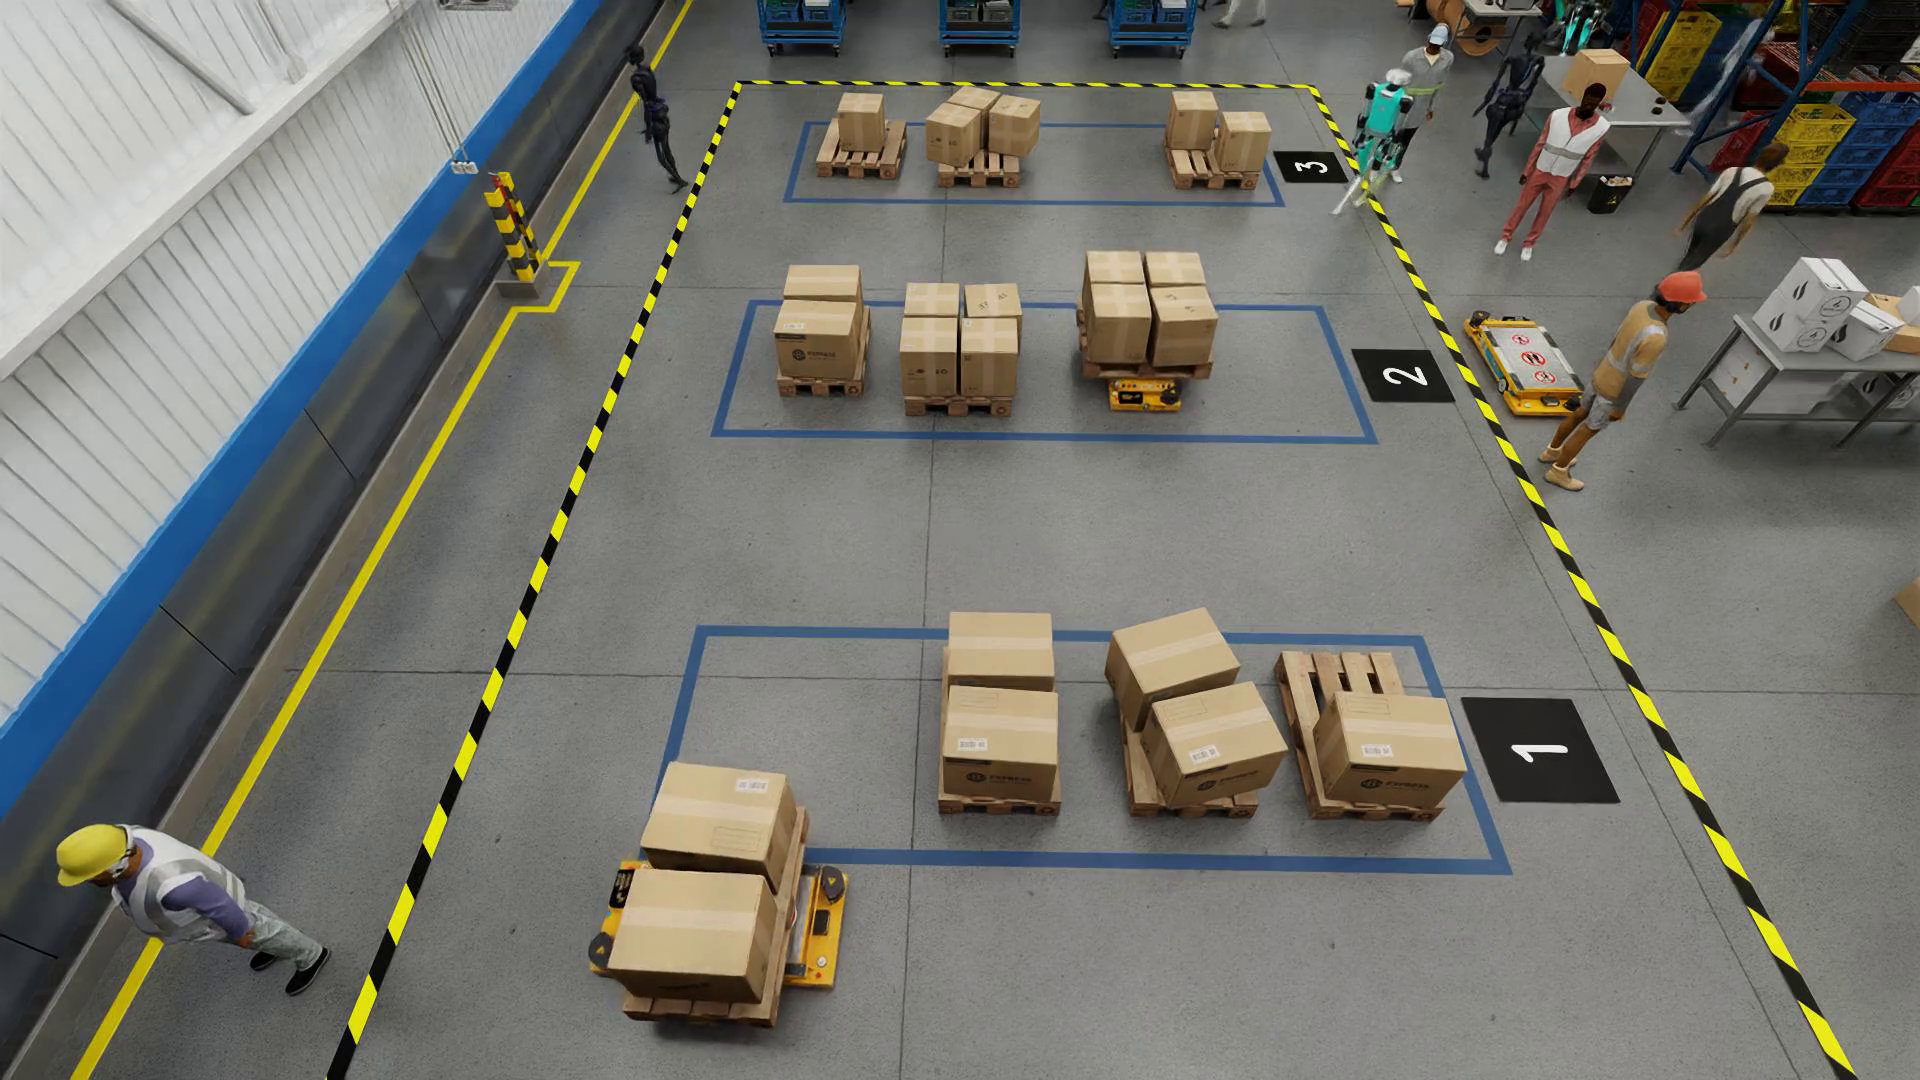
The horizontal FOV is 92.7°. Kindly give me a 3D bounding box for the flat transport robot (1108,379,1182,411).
[{"bbox_3d":[1.773,-1.826,9.095,0.652,0.197,1.431,1,49,1],"label":"flat transport robot"}]

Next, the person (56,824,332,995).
[{"bbox_3d":[-3.982,1.940,4.819,0.598,1.830,0.404,22,53,18],"label":"person"}]

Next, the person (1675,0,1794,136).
[{"bbox_3d":[10.138,-6.069,11.841,0.888,1.699,0.499,6,49,5],"label":"person"}]

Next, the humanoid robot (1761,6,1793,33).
[{"bbox_3d":[11.885,-7.608,13.140,1.004,1.721,0.536,0,49,0],"label":"humanoid robot"}]

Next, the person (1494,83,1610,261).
[{"bbox_3d":[6.389,-3.951,9.872,0.579,1.911,0.394,26,54,21],"label":"person"}]

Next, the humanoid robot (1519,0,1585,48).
[{"bbox_3d":[9.220,-8.304,13.753,0.867,1.747,0.584,29,55,23],"label":"humanoid robot"}]

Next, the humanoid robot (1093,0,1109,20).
[{"bbox_3d":[2.553,-9.034,14.450,0.774,1.622,0.593,16,51,13],"label":"humanoid robot"}]

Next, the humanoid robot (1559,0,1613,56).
[{"bbox_3d":[8.712,-7.182,12.817,0.541,1.836,0.750,14,51,12],"label":"humanoid robot"}]

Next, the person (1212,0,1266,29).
[{"bbox_3d":[4.571,-8.934,14.263,0.953,1.783,0.587,-13,50,-11],"label":"person"}]

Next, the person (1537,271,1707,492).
[{"bbox_3d":[5.354,-1.274,7.461,0.365,2.048,0.606,12,50,10],"label":"person"}]

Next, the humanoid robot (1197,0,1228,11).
[{"bbox_3d":[4.214,-9.522,14.868,0.755,1.624,0.609,-17,51,-14],"label":"humanoid robot"}]

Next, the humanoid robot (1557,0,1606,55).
[{"bbox_3d":[9.531,-8.046,13.571,0.547,1.654,0.593,13,50,11],"label":"humanoid robot"}]

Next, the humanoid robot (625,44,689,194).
[{"bbox_3d":[-3.605,-5.026,10.950,0.414,1.640,0.600,-3,49,-3],"label":"humanoid robot"}]

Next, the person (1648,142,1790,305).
[{"bbox_3d":[7.508,-3.089,9.203,0.956,1.796,0.560,-16,51,-13],"label":"person"}]

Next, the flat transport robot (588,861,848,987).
[{"bbox_3d":[-1.438,2.289,5.534,1.431,0.197,0.652,2,49,2],"label":"flat transport robot"}]

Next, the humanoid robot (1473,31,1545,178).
[{"bbox_3d":[6.720,-5.372,11.283,0.603,1.634,0.752,-2,49,-2],"label":"humanoid robot"}]

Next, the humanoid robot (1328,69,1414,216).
[{"bbox_3d":[4.816,-4.535,10.478,0.893,1.743,0.552,-36,58,-27],"label":"humanoid robot"}]

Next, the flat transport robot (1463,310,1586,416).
[{"bbox_3d":[5.573,-1.757,9.054,0.659,0.231,1.431,1,49,1],"label":"flat transport robot"}]

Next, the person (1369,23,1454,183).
[{"bbox_3d":[5.422,-5.192,10.981,0.594,1.849,0.390,0,49,0],"label":"person"}]
